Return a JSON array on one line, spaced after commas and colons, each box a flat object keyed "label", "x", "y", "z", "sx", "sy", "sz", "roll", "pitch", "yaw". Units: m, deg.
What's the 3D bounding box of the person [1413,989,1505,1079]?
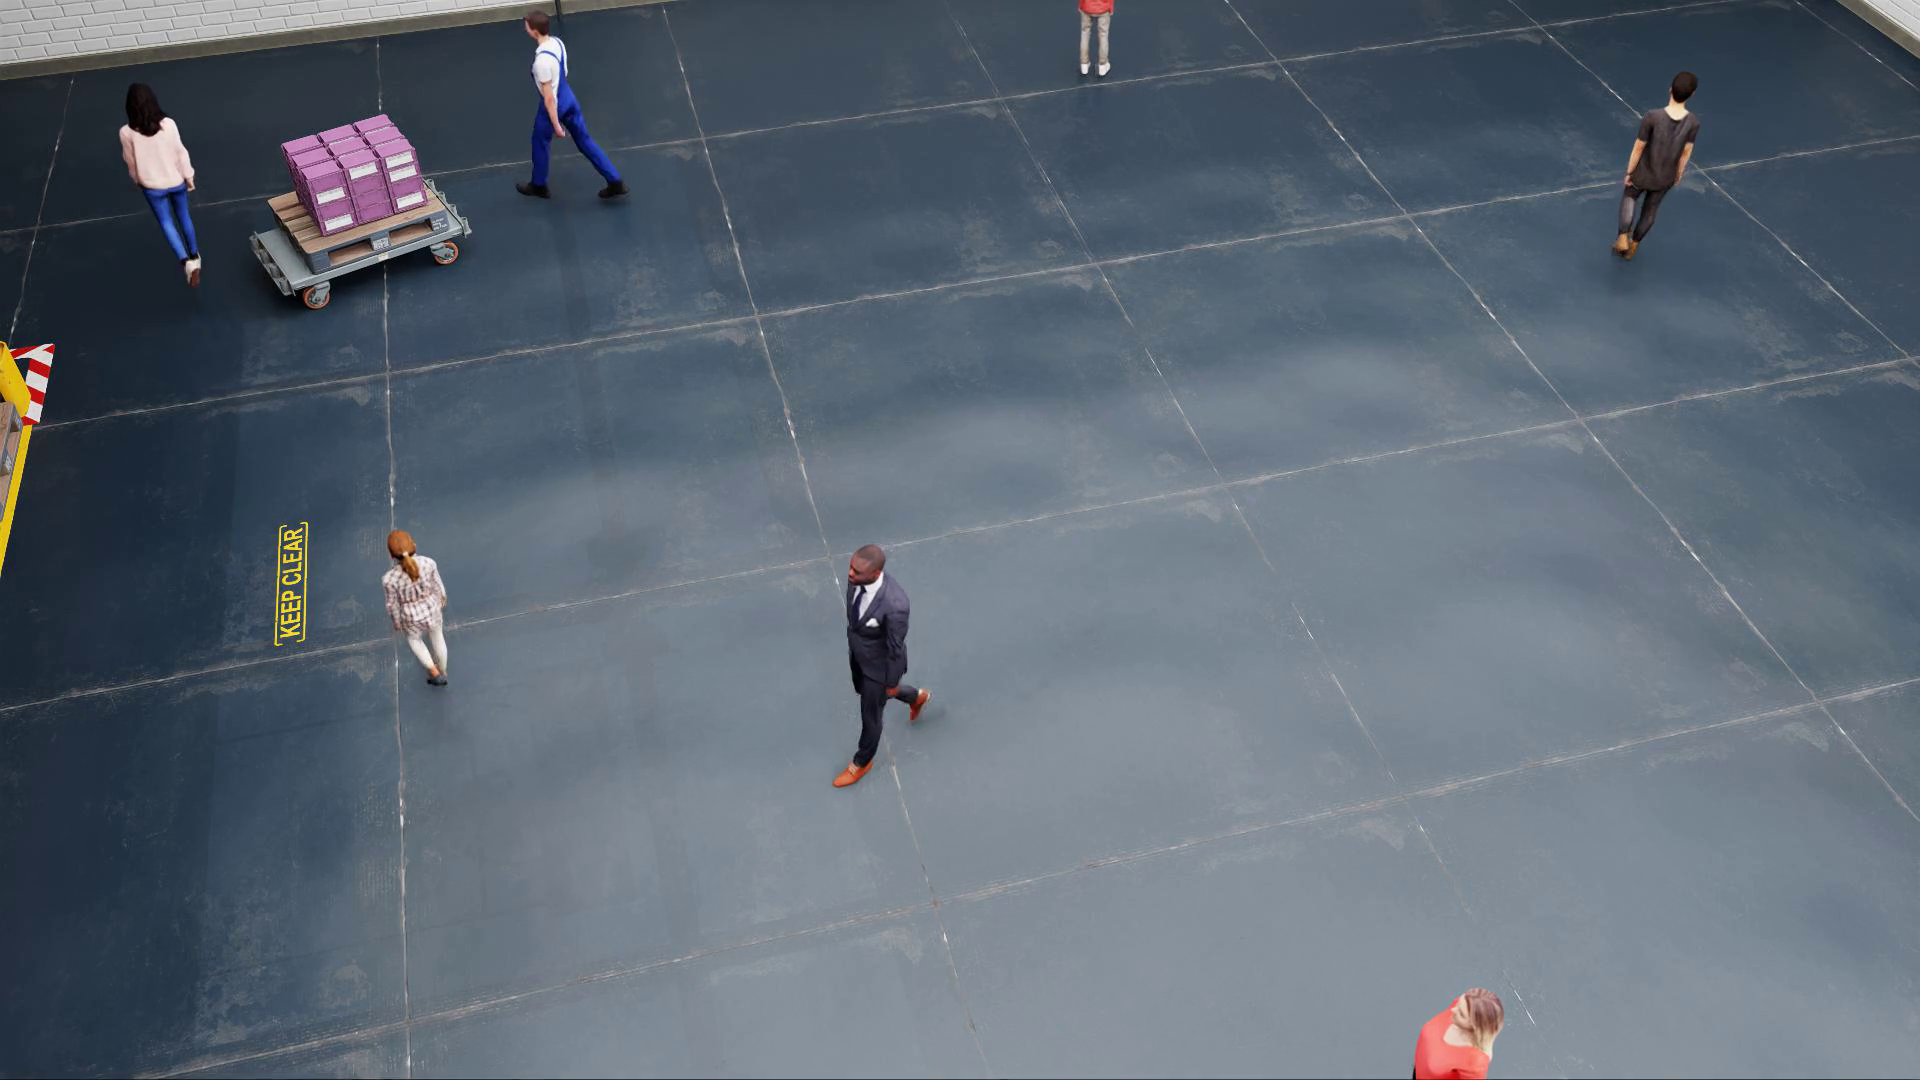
[{"label": "person", "x": 2.325, "y": 2.636, "z": 7.961, "sx": 0.710, "sy": 1.693, "sz": 0.565, "roll": 1, "pitch": 44, "yaw": 1}]

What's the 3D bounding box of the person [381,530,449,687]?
[{"label": "person", "x": -3.390, "y": 0.482, "z": 10.504, "sx": 0.608, "sy": 1.304, "sz": 0.633, "roll": -25, "pitch": 49, "yaw": -24}]

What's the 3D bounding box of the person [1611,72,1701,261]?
[{"label": "person", "x": 5.835, "y": -3.083, "z": 13.956, "sx": 0.741, "sy": 1.705, "sz": 0.776, "roll": 12, "pitch": 45, "yaw": 12}]

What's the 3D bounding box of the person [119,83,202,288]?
[{"label": "person", "x": -6.544, "y": -2.884, "z": 13.719, "sx": 0.773, "sy": 1.743, "sz": 1.019, "roll": -20, "pitch": 47, "yaw": -20}]

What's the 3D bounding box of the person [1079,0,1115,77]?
[{"label": "person", "x": 1.341, "y": -5.299, "z": 16.491, "sx": 0.593, "sy": 1.417, "sz": 0.620, "roll": 12, "pitch": 45, "yaw": 13}]

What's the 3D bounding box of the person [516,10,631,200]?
[{"label": "person", "x": -3.426, "y": -3.760, "z": 14.594, "sx": 1.156, "sy": 1.805, "sz": 1.293, "roll": 11, "pitch": 45, "yaw": 12}]

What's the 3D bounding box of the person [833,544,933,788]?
[{"label": "person", "x": -0.456, "y": 0.678, "z": 9.937, "sx": 0.963, "sy": 1.802, "sz": 1.071, "roll": -24, "pitch": 49, "yaw": -23}]
